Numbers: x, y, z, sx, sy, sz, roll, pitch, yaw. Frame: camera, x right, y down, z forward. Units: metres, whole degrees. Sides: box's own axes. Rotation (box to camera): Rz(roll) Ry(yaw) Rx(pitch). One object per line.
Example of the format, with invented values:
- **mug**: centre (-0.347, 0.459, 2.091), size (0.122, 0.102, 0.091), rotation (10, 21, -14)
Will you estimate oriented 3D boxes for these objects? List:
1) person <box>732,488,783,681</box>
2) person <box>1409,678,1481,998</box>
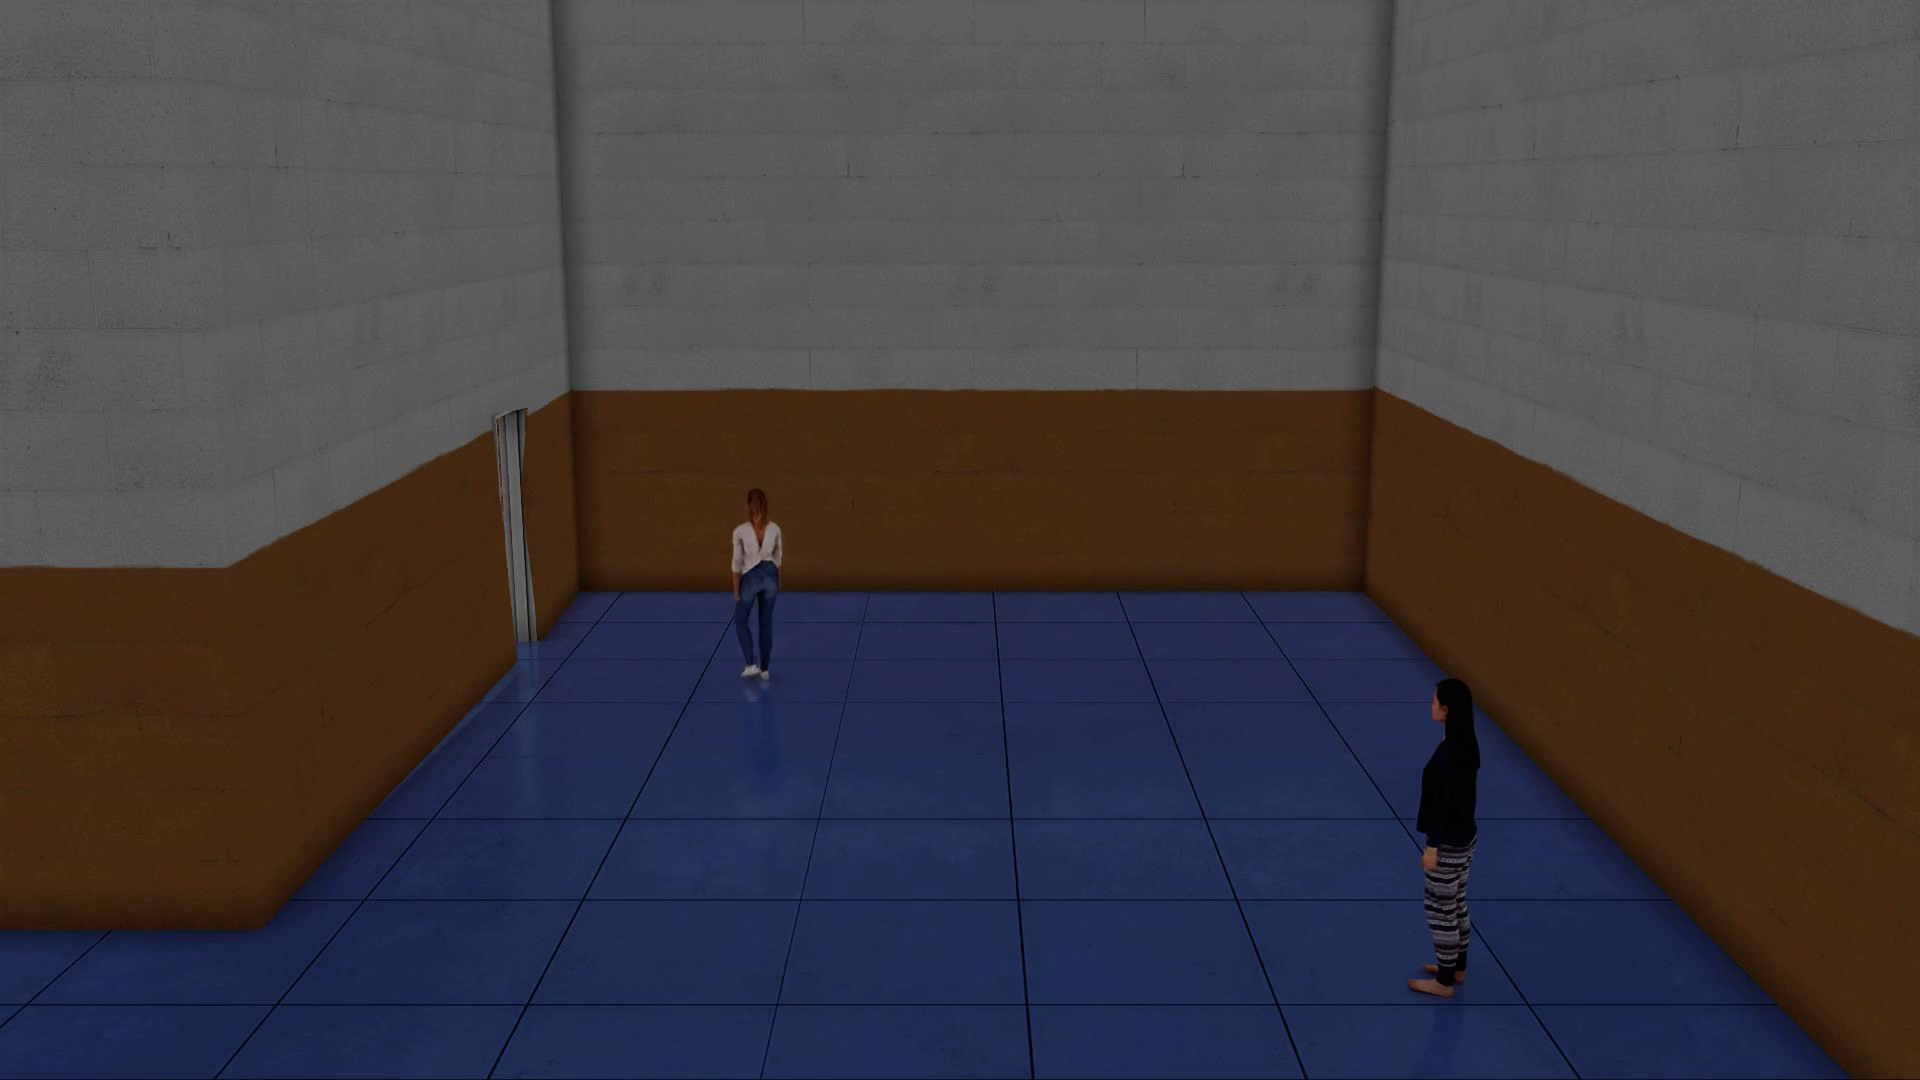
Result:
- **person**: centre (-1.734, 0.409, 14.487), size (0.688, 1.715, 0.790), rotation (-5, 13, -21)
- **person**: centre (2.625, 1.579, 8.887), size (0.691, 1.734, 0.677), rotation (8, 14, 32)
